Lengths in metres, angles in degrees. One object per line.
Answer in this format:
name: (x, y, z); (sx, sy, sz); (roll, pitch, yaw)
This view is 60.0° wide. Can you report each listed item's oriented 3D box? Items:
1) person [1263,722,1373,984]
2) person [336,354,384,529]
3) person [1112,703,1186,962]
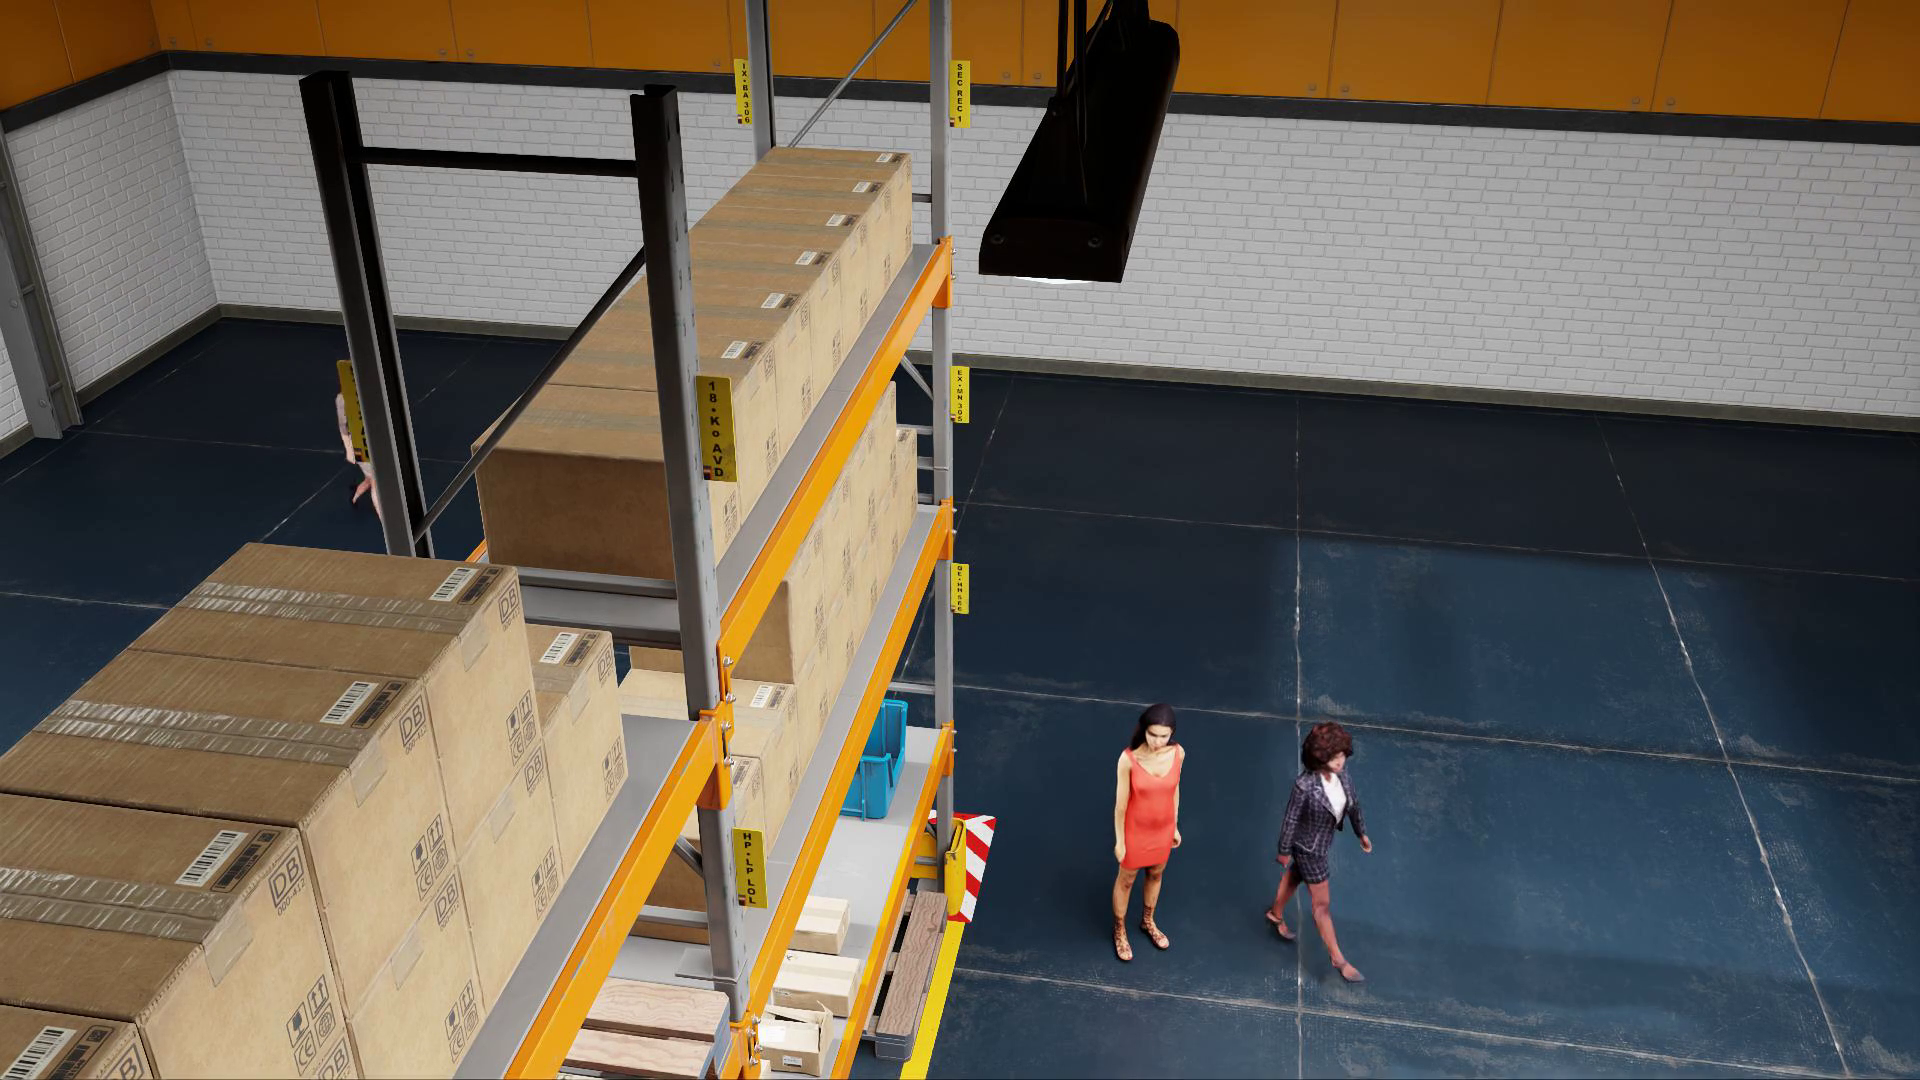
person: (1.990, 1.744, 9.736); (1.014, 1.666, 1.032); (23, 36, 36)
person: (-5.141, -0.820, 14.372); (0.879, 1.729, 0.975); (17, 33, 28)
person: (1.095, 1.688, 9.784); (0.673, 1.719, 0.691); (-10, 30, -18)
